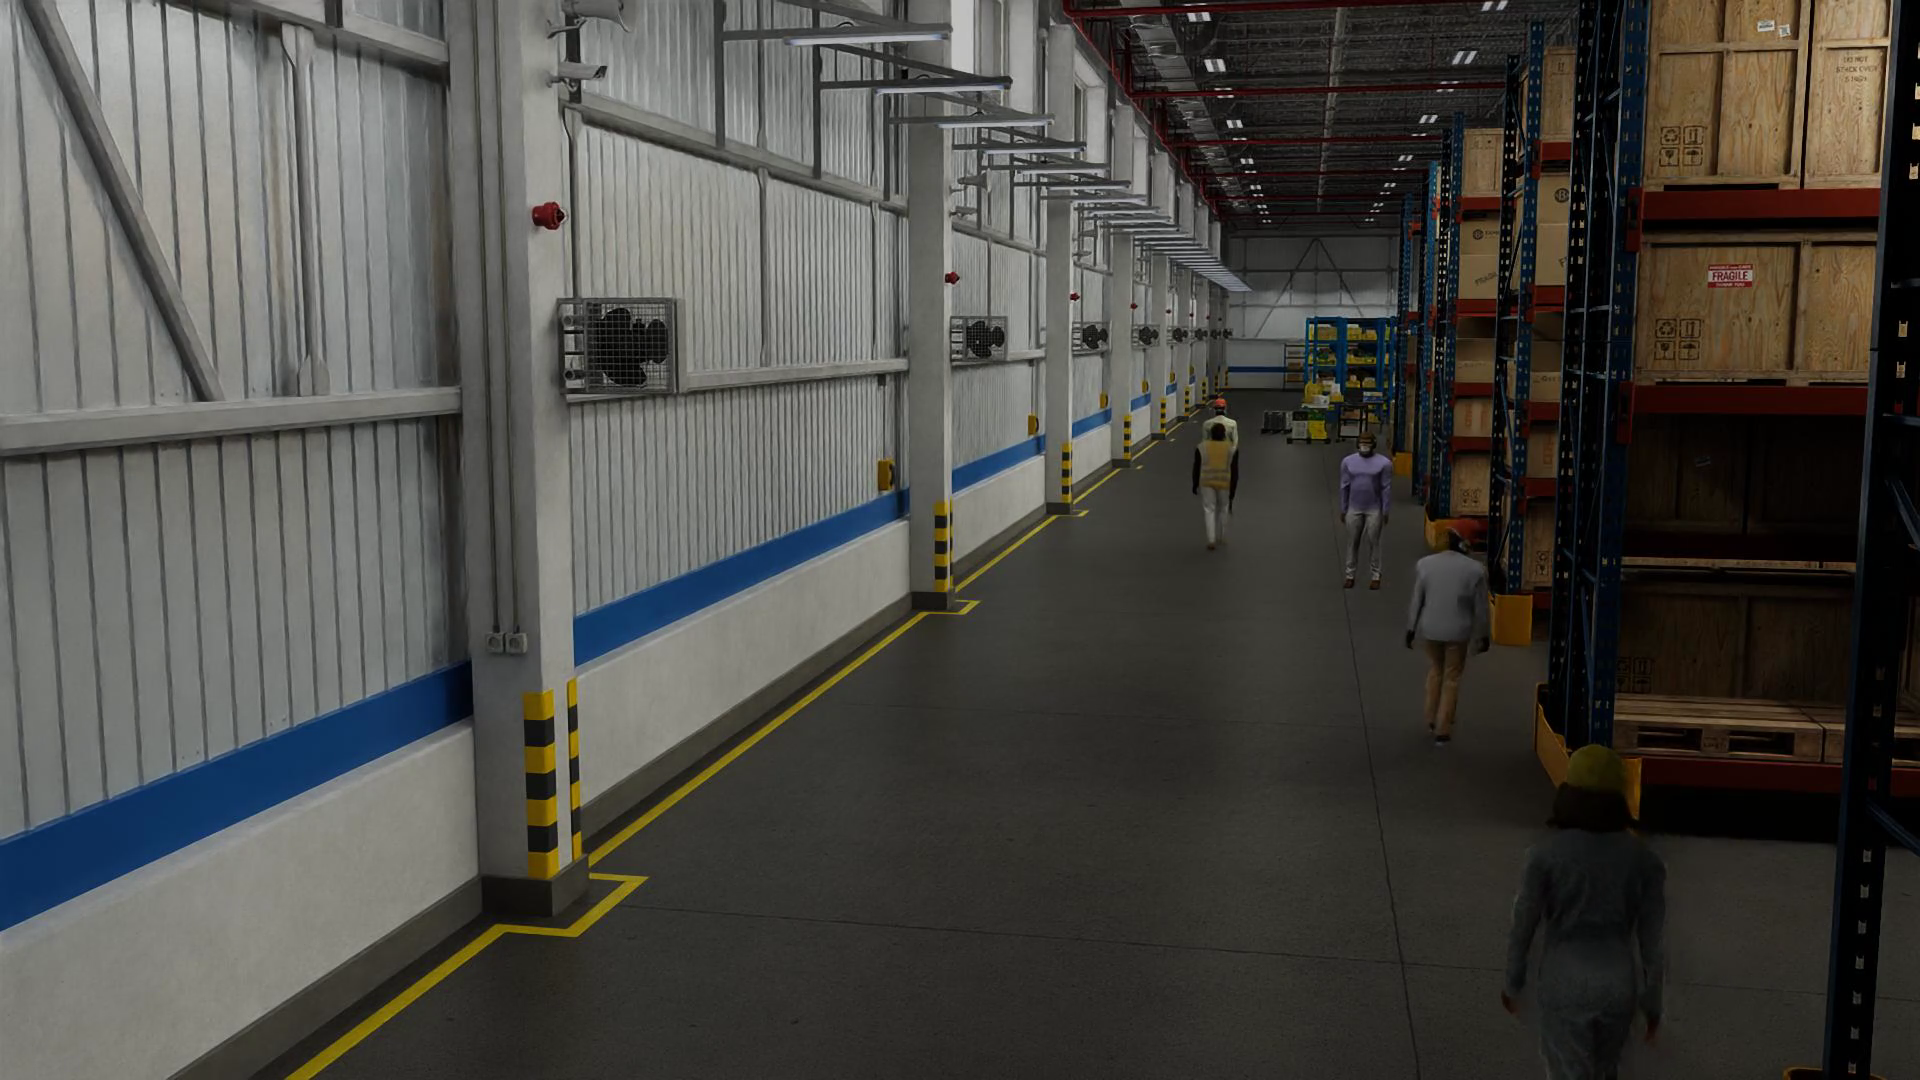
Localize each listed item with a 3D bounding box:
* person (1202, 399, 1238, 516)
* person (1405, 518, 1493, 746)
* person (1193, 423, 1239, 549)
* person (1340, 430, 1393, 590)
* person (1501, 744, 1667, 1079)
[{"bbox_3d":[4.389,-1.393,28.090,0.611,1.986,0.392,1,7,9],"label":"person"},{"bbox_3d":[3.744,0.677,12.632,0.618,1.701,0.709,6,9,39],"label":"person"},{"bbox_3d":[3.669,-0.772,23.875,0.629,1.812,0.924,0,7,4],"label":"person"},{"bbox_3d":[4.893,-0.359,20.061,0.627,1.932,0.367,3,8,25],"label":"person"},{"bbox_3d":[2.150,1.543,5.771,0.497,1.691,0.904,0,7,-1],"label":"person"}]
